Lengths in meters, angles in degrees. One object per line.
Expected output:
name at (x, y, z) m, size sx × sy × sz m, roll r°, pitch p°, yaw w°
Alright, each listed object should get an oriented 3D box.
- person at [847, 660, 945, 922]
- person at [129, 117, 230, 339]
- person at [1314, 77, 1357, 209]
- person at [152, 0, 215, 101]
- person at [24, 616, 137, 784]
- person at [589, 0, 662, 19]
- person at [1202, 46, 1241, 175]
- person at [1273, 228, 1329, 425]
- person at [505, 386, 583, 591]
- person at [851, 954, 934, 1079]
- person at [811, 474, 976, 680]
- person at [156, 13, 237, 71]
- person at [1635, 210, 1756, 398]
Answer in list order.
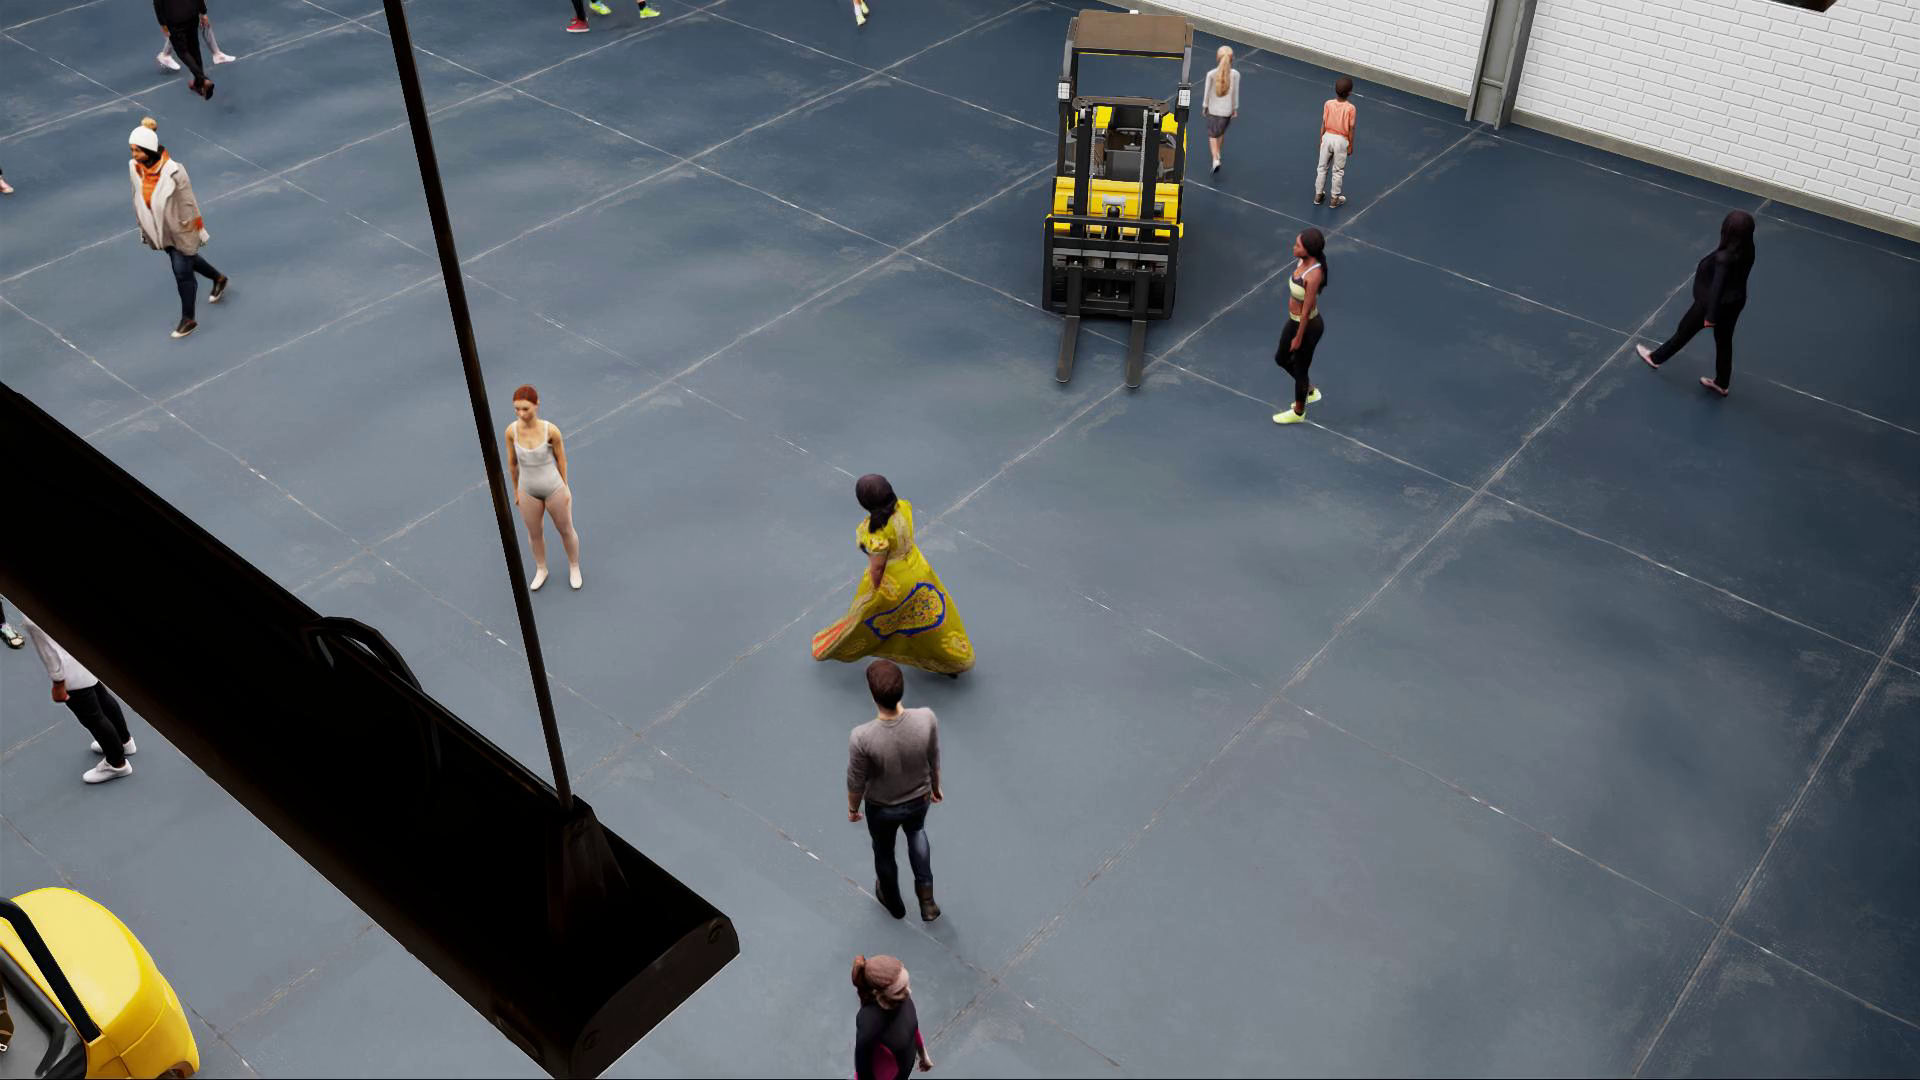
person at (-0.309, 1.469, 9.091) m, size 0.889 × 1.889 × 0.957 m, roll -14°, pitch 41°, yaw -16°
person at (-6.772, -2.776, 14.436) m, size 1.226 × 1.852 × 1.071 m, roll 11°, pitch 40°, yaw 13°
person at (3.675, -3.903, 16.281) m, size 0.433 × 1.310 × 0.577 m, roll 21°, pitch 43°, yaw 25°
person at (-8.420, -5.674, 18.055) m, size 0.954 × 1.864 × 0.714 m, roll 29°, pitch 47°, yaw 31°
person at (-5.391, 0.725, 10.087) m, size 0.790 × 1.810 × 0.715 m, roll -6°, pitch 39°, yaw -8°
person at (-4.225, -7.151, 19.924) m, size 1.277 × 1.840 × 0.897 m, roll 13°, pitch 40°, yaw 16°
person at (2.656, -4.353, 16.895) m, size 0.836 × 1.249 × 0.893 m, roll -3°, pitch 39°, yaw -3°
person at (2.818, -1.674, 13.145) m, size 0.792 × 1.742 × 0.732 m, roll -4°, pitch 39°, yaw -5°
person at (-2.909, -0.364, 11.582) m, size 0.603 × 1.644 × 0.669 m, roll -2°, pitch 39°, yaw -3°
person at (-0.406, 2.529, 7.922) m, size 1.197 × 1.691 × 0.831 m, roll 14°, pitch 41°, yaw 17°
person at (-0.360, 0.327, 10.779) m, size 1.402 × 1.568 × 0.969 m, roll 21°, pitch 43°, yaw 24°
person at (-8.855, -6.064, 18.772) m, size 1.057 × 1.579 × 1.029 m, roll -5°, pitch 39°, yaw -6°
person at (6.251, -1.881, 13.541) m, size 0.777 × 1.571 × 1.094 m, roll -29°, pitch 47°, yaw -31°
